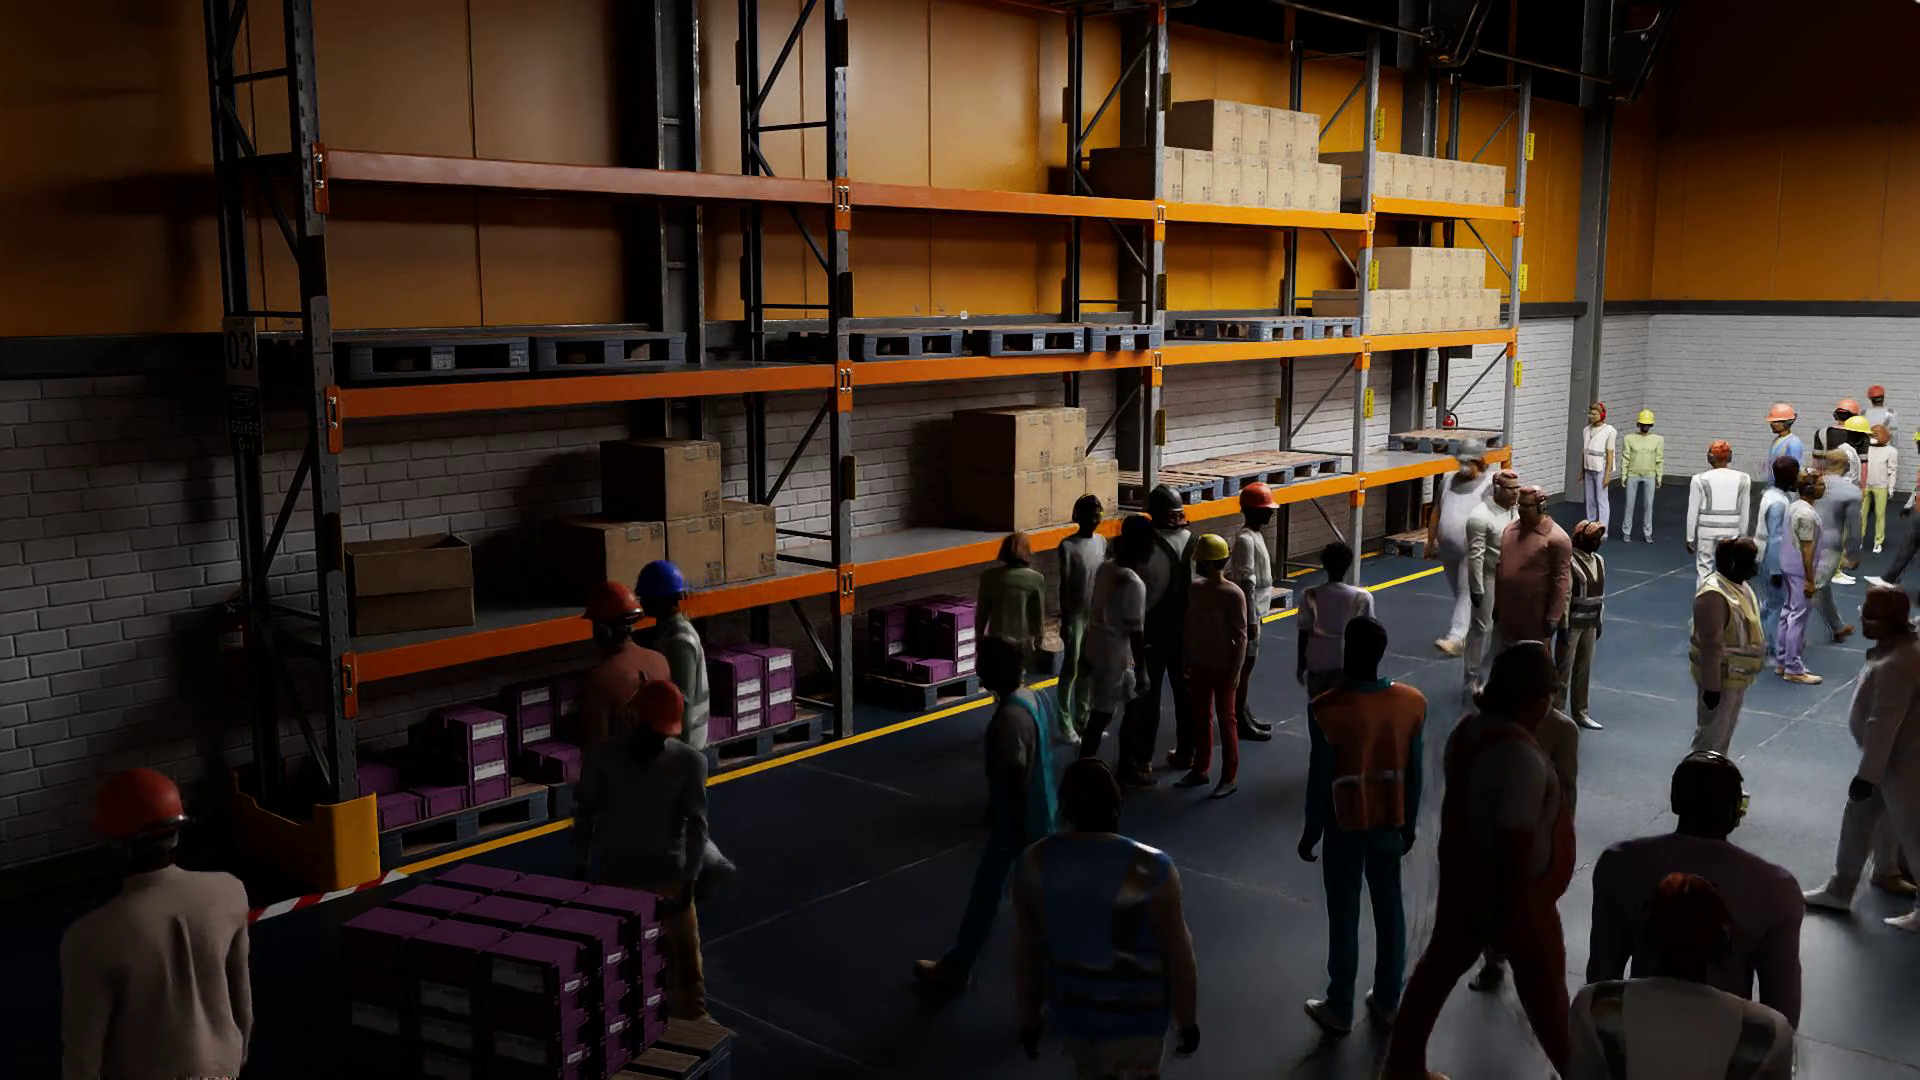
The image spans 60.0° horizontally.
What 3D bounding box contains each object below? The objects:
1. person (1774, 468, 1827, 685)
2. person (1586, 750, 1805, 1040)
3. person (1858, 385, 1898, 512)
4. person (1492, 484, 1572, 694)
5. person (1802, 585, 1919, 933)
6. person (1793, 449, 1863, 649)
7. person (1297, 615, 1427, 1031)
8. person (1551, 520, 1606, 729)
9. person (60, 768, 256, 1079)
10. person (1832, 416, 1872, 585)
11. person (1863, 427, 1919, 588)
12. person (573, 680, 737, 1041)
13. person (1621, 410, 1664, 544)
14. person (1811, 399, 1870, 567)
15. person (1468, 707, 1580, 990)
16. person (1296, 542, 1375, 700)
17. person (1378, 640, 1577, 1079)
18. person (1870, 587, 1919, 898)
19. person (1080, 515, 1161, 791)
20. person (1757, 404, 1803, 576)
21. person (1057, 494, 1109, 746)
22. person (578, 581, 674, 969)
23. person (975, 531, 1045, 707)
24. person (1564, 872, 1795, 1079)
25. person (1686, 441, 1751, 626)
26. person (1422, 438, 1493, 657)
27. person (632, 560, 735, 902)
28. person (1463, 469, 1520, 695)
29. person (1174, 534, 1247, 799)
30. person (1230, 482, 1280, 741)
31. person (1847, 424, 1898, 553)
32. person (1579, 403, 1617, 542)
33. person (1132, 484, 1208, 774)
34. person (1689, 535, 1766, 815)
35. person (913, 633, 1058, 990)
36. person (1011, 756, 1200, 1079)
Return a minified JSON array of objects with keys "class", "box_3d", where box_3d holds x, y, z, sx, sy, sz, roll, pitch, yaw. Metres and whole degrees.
[{"class":"person","box_3d":[7.215,0.304,14.247,0.345,1.847,0.506,2,9,11]},{"class":"person","box_3d":[2.354,1.632,5.384,0.633,1.936,0.355,5,10,31]},{"class":"person","box_3d":[13.629,-1.352,24.730,0.570,1.912,0.401,8,12,43]},{"class":"person","box_3d":[4.294,0.522,12.645,0.407,1.909,0.639,-5,10,-29]},{"class":"person","box_3d":[4.839,1.149,8.750,0.845,1.860,0.676,4,10,25]},{"class":"person","box_3d":[8.105,0.085,15.578,1.016,1.865,0.637,-4,10,-24]},{"class":"person","box_3d":[1.841,1.296,7.612,0.588,1.920,0.390,-3,9,-16]},{"class":"person","box_3d":[4.713,0.657,12.663,0.514,1.634,0.313,-6,11,-35]},{"class":"person","box_3d":[-2.383,1.664,5.057,0.684,1.974,0.621,5,10,30]},{"class":"person","box_3d":[10.077,-0.452,18.893,0.398,1.920,0.586,5,10,28]},{"class":"person","box_3d":[10.534,-0.348,18.318,0.965,1.884,0.599,5,10,28]},{"class":"person","box_3d":[-1.412,1.444,7.337,0.741,1.711,0.365,0,9,0]},{"class":"person","box_3d":[8.944,-0.829,21.823,0.524,1.762,0.339,3,9,16]},{"class":"person","box_3d":[10.607,-0.691,20.075,0.620,2.030,0.405,7,11,38]},{"class":"person","box_3d":[2.647,1.341,7.880,0.520,1.752,0.373,8,12,41]},{"class":"person","box_3d":[2.581,0.835,11.445,0.530,1.648,0.924,3,9,20]},{"class":"person","box_3d":[2.258,1.352,6.857,1.046,2.000,0.699,-2,9,-10]},{"class":"person","box_3d":[5.391,1.067,9.334,0.505,1.842,0.346,-5,10,-30]},{"class":"person","box_3d":[1.079,0.784,10.924,0.710,1.920,0.588,0,9,-1]},{"class":"person","box_3d":[9.429,-0.551,19.163,0.405,2.035,0.610,1,9,5]},{"class":"person","box_3d":[0.932,0.583,12.389,0.335,1.865,0.520,8,12,43]},{"class":"person","box_3d":[-1.642,1.186,8.134,0.433,1.981,0.619,5,10,29]},{"class":"person","box_3d":[0.371,0.733,12.301,0.509,1.602,0.760,-1,9,-6]},{"class":"person","box_3d":[1.956,1.812,4.578,0.579,1.834,1.021,4,10,26]},{"class":"person","box_3d":[7.447,-0.042,16.373,0.581,1.879,0.356,1,9,6]},{"class":"person","box_3d":[4.596,0.039,15.326,0.957,2.000,0.696,-7,11,-38]},{"class":"person","box_3d":[-1.570,1.061,9.097,0.444,1.935,0.633,-2,9,-14]},{"class":"person","box_3d":[4.467,0.358,13.760,0.636,1.899,0.396,-5,10,-31]},{"class":"person","box_3d":[1.673,0.832,11.098,0.310,1.766,0.535,-6,11,-36]},{"class":"person","box_3d":[2.203,0.528,12.502,0.357,1.938,0.545,2,9,12]},{"class":"person","box_3d":[11.591,-0.654,21.104,0.285,1.633,0.498,-7,12,-40]},{"class":"person","box_3d":[8.435,-0.891,21.980,0.390,1.837,0.561,-3,9,-18]},{"class":"person","box_3d":[1.422,0.607,11.664,0.681,2.000,0.535,-3,9,-20]},{"class":"person","box_3d":[4.857,0.880,10.545,0.429,1.841,0.633,7,11,38]},{"class":"person","box_3d":[0.291,1.318,7.906,0.991,1.794,0.542,3,9,19]},{"class":"person","box_3d":[0.492,1.644,5.771,0.628,1.804,0.875,6,11,34]}]
